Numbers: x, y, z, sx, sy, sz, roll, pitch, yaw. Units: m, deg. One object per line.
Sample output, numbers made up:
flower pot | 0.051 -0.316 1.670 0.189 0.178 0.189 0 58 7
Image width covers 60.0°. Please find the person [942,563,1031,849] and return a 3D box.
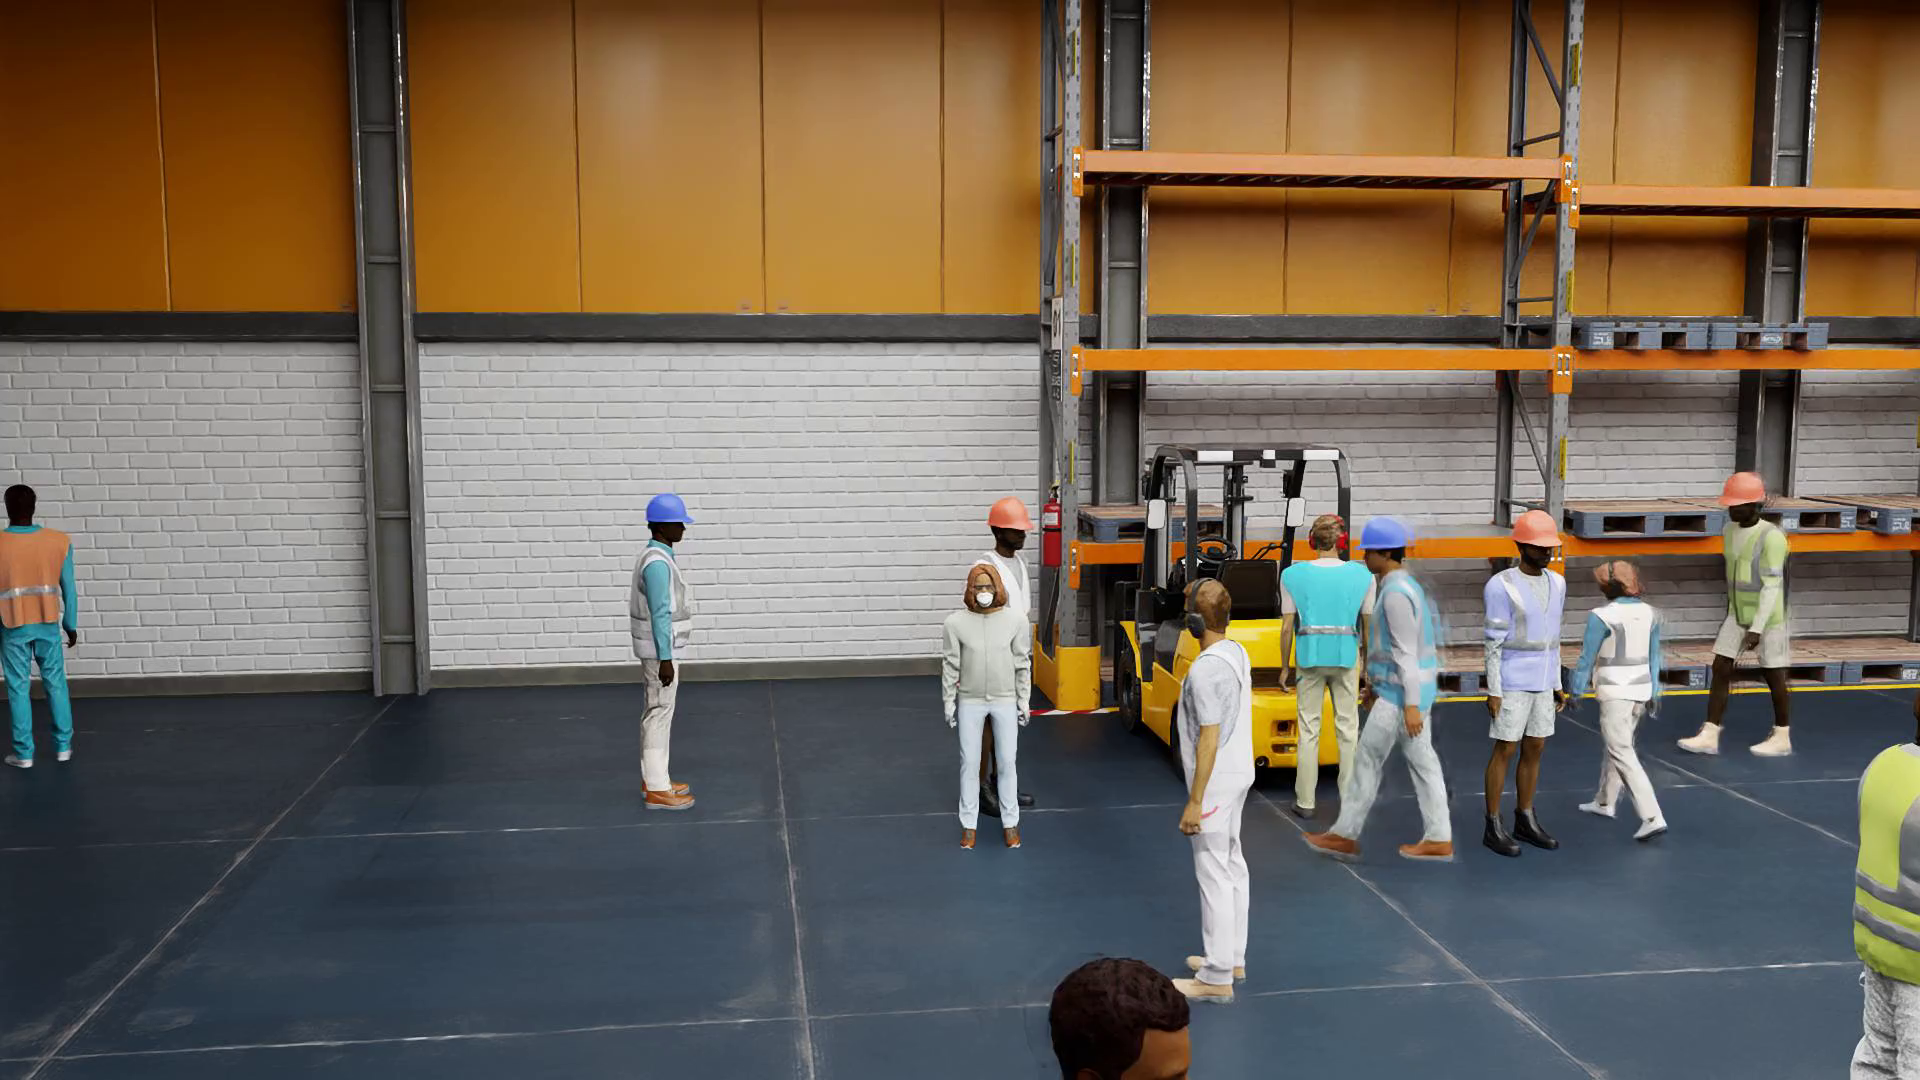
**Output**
person | 0.150 0.936 9.426 0.504 1.627 0.290 0 7 -2

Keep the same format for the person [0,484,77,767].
person | -6.308 0.580 11.286 0.596 1.914 0.373 -6 9 -43

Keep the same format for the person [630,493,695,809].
person | -1.833 0.677 10.297 0.404 1.945 0.615 -2 7 -13

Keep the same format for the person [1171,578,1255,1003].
person | 1.095 1.080 7.229 0.345 1.842 0.505 3 7 27

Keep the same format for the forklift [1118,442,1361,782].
forklift | 1.912 0.418 11.496 1.214 2.155 2.313 -1 7 -8

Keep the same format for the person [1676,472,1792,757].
person | 5.380 0.526 11.413 0.924 1.987 0.620 -2 7 -15

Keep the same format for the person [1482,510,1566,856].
person | 3.188 0.794 9.317 0.552 1.935 0.370 -3 7 -26

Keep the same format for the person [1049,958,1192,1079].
person | 0.275 1.585 2.635 0.910 1.877 0.615 4 7 29

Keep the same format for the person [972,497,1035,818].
person | 0.284 0.701 10.131 0.378 1.936 0.548 4 8 30

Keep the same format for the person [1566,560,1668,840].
person | 3.891 0.917 9.695 0.512 1.606 0.766 -4 7 -30

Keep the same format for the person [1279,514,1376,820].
person | 2.190 0.768 9.958 0.564 1.841 0.391 1 7 7

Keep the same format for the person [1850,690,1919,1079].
person | 3.026 1.321 5.182 0.431 1.835 0.623 1 7 4

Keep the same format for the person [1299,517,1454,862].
person | 2.307 0.830 9.143 0.917 1.902 0.662 2 7 20
